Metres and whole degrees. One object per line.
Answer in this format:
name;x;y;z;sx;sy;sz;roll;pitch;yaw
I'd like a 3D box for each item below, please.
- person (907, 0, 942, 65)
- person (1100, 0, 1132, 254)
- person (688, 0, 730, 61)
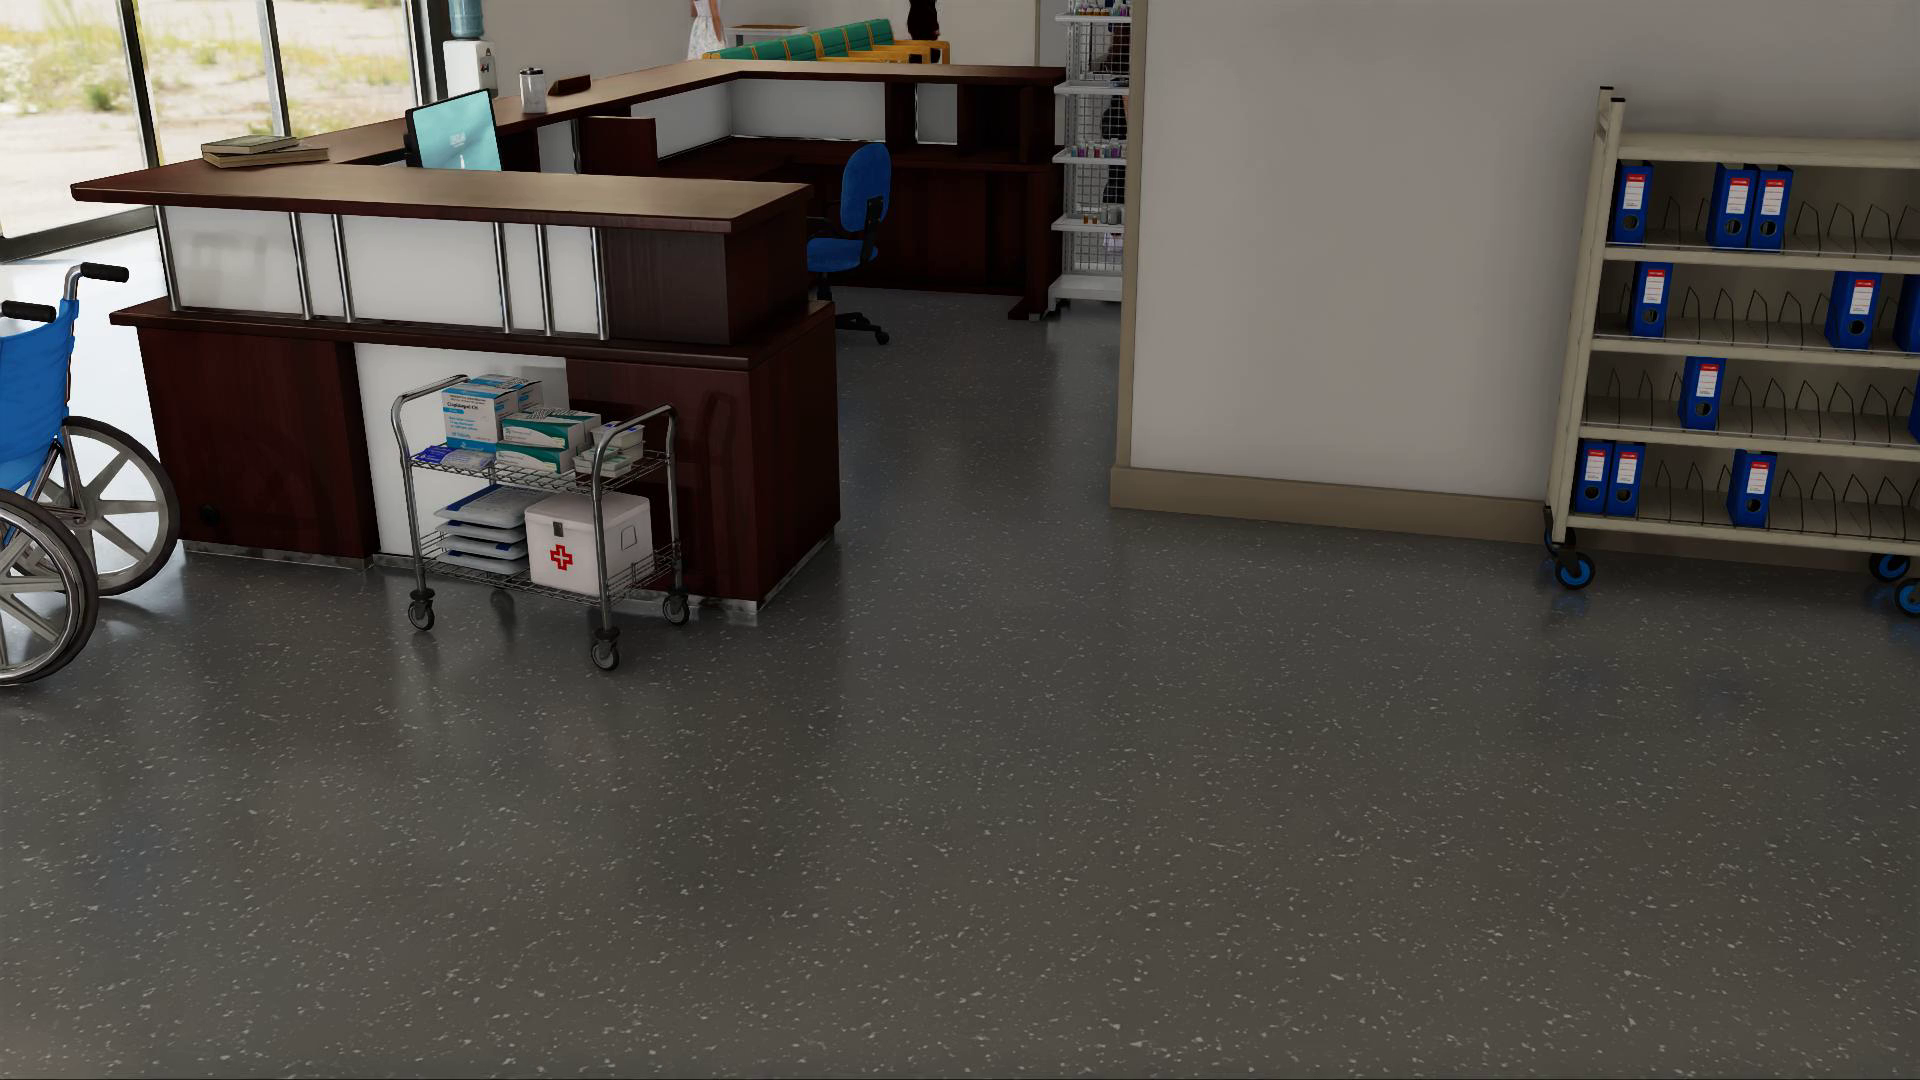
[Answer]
person;-0.533;-6.054;19.676;0.866;1.746;0.814;-5;21;-13
person;1.091;-2.770;11.155;0.685;1.639;0.679;-1;21;-4
person;-2.587;-5.076;17.052;0.828;1.775;0.740;-19;28;-41
